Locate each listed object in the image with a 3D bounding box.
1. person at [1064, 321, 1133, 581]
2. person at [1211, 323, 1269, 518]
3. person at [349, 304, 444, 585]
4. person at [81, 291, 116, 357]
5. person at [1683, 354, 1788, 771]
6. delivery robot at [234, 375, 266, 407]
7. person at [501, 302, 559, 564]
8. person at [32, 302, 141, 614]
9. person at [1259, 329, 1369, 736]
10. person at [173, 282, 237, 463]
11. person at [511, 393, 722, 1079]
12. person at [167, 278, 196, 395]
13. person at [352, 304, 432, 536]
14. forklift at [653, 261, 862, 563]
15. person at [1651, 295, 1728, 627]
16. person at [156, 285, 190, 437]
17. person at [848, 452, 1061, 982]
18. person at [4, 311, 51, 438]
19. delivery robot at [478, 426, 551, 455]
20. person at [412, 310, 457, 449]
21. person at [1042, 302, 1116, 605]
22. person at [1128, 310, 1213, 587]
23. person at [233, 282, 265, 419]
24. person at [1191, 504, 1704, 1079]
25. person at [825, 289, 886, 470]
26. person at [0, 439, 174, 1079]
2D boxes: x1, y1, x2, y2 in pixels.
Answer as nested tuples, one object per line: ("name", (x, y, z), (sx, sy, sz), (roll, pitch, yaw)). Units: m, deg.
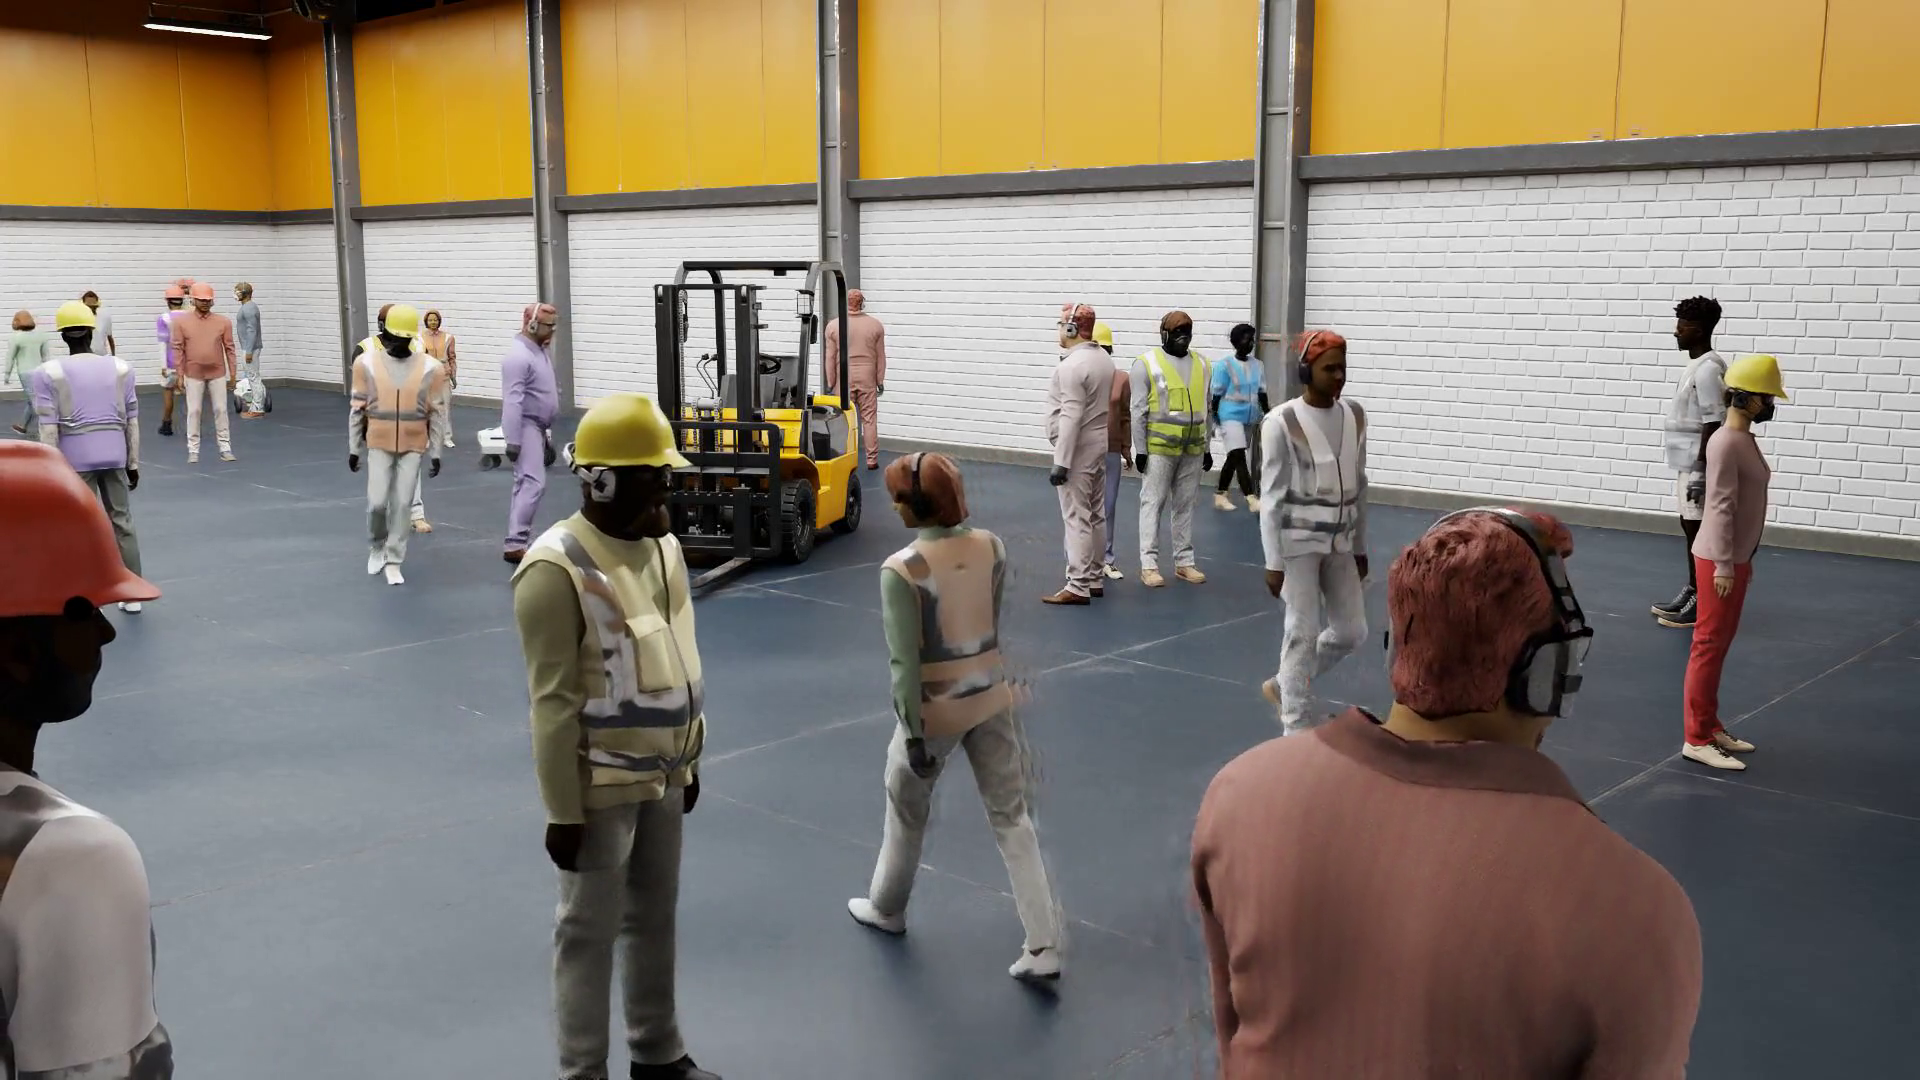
("person", (0.930, -0.596, 11.308), (0.534, 1.767, 0.320), (-3, 10, -15))
("person", (2.447, -1.023, 14.266), (0.553, 1.646, 0.884), (-6, 11, -34))
("person", (-3.790, -0.640, 11.217), (0.632, 1.891, 0.540), (-3, 10, -20))
("person", (-11.807, -2.478, 22.670), (0.559, 1.833, 0.956), (-5, 11, -29))
("person", (3.318, 0.087, 7.132), (0.322, 1.765, 0.523), (6, 11, 33))
("delivery robot", (-10.537, -2.216, 24.657), (0.477, 0.478, 0.707), (-6, 11, -32))
("person", (-3.114, -0.771, 12.042), (0.425, 1.883, 0.675), (-1, 9, -4))
("person", (-5.261, -0.470, 10.055), (0.383, 1.923, 0.588), (8, 12, 39))
("person", (1.498, 0.031, 7.141), (0.602, 1.867, 0.475), (-6, 11, -32))
("person", (-8.246, -1.824, 18.209), (0.629, 1.981, 0.437), (-5, 10, -28))
("person", (-0.815, 0.558, 4.053), (0.403, 1.831, 0.597), (4, 10, 23))
("person", (-12.973, -3.403, 27.960), (0.647, 1.964, 0.389), (-3, 10, -16))
("person", (-4.495, -0.956, 13.283), (0.627, 1.844, 0.429), (-8, 12, -39))
("forklift", (-1.552, -1.040, 12.721), (1.214, 2.155, 2.313), (2, 9, 11))
("person", (4.360, -0.462, 9.870), (0.364, 1.964, 0.611), (3, 10, 18))
("person", (-9.914, -2.256, 21.064), (0.549, 1.901, 0.858), (-9, 13, -43))
("person", (-0.012, 0.523, 5.008), (0.530, 1.587, 0.896), (-7, 12, -37))
("person", (-11.737, -2.072, 20.885), (0.862, 1.578, 0.520), (4, 10, 23))
("delivery robot", (-4.700, -1.058, 17.554), (0.707, 0.478, 0.477), (0, 9, 3))
("person", (-6.224, -1.905, 19.716), (0.514, 1.641, 0.307), (-5, 10, -27))
("person", (0.732, -0.543, 10.547), (0.406, 1.911, 0.637), (4, 10, 25))
("person", (1.441, -0.614, 11.186), (0.627, 1.844, 0.429), (-4, 10, -25))
("person", (-10.071, -2.681, 23.560), (0.363, 1.939, 0.636), (-4, 10, -24))
("person", (0.564, 0.876, 2.007), (1.003, 1.854, 0.658), (-9, 13, -44))
("person", (-1.101, -1.679, 17.515), (0.642, 1.909, 0.410), (-2, 9, -10))
("person", (-1.048, 0.852, 1.904), (0.551, 1.935, 0.372), (4, 10, 26))
